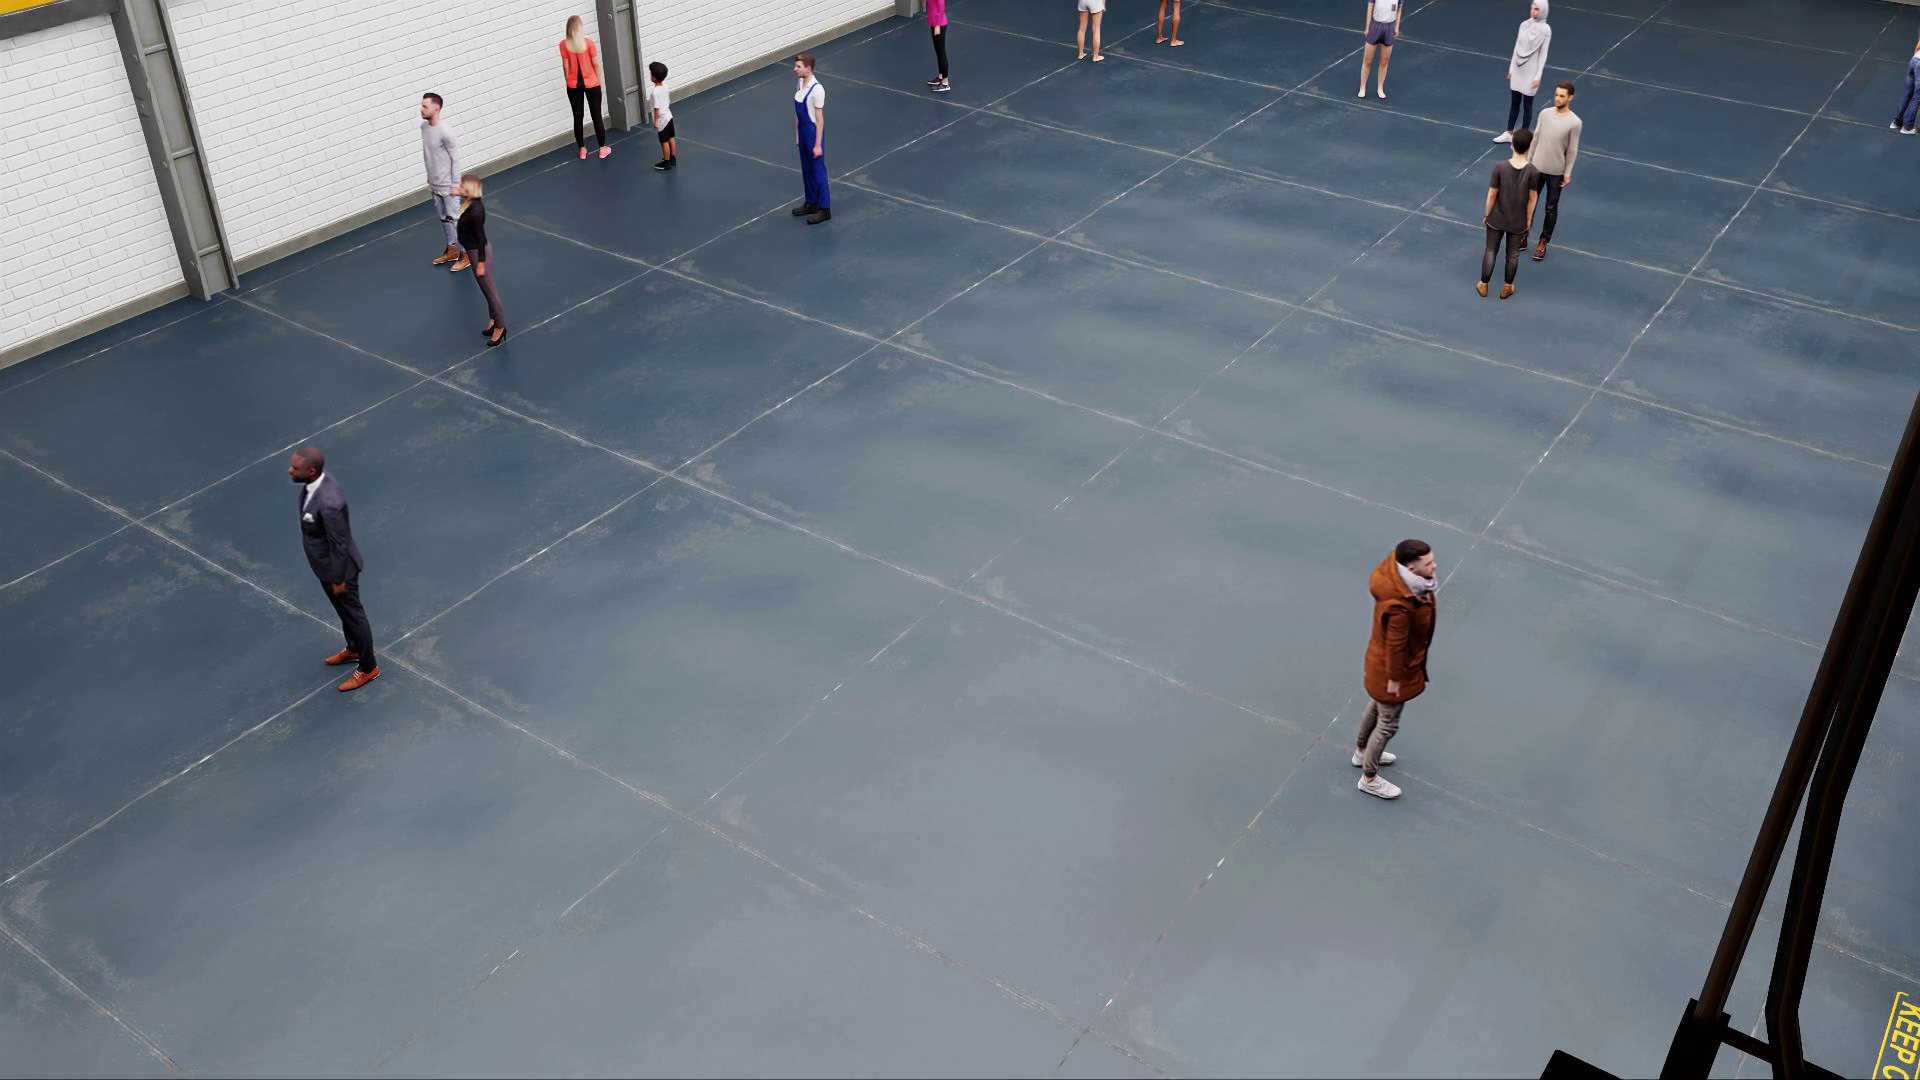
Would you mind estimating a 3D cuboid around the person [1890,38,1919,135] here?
[{"bbox_3d":[11.887,-5.835,20.544,0.694,1.562,0.633,-5,34,-7],"label":"person"}]

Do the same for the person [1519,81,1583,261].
[{"bbox_3d":[6.127,-3.859,17.294,0.677,1.868,0.605,27,42,34],"label":"person"}]

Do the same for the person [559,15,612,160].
[{"bbox_3d":[-4.468,-5.372,19.729,0.680,1.693,0.709,0,34,0],"label":"person"}]

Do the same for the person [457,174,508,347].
[{"bbox_3d":[-4.491,-2.642,15.641,0.702,1.672,0.678,-12,35,-17],"label":"person"}]

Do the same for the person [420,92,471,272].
[{"bbox_3d":[-5.305,-3.695,17.071,0.694,1.841,0.580,24,41,32],"label":"person"}]

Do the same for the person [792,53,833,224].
[{"bbox_3d":[-1.620,-4.395,18.117,0.684,1.850,0.703,-21,39,-28],"label":"person"}]

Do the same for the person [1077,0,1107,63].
[{"bbox_3d":[1.799,-7.412,22.877,0.576,1.605,0.570,17,37,24],"label":"person"}]

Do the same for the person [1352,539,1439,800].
[{"bbox_3d":[2.693,0.769,10.360,0.895,1.837,0.798,4,34,6],"label":"person"}]

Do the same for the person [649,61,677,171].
[{"bbox_3d":[-3.496,-4.994,19.551,0.588,1.261,0.481,12,36,18],"label":"person"}]

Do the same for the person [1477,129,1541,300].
[{"bbox_3d":[5.438,-3.224,16.480,0.674,1.712,0.631,12,35,17],"label":"person"}]

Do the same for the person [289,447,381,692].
[{"bbox_3d":[-4.246,0.159,11.289,0.758,1.824,0.778,-18,38,-25],"label":"person"}]

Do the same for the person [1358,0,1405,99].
[{"bbox_3d":[5.466,-6.589,21.599,0.673,1.650,0.679,3,34,5],"label":"person"}]

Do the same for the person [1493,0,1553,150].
[{"bbox_3d":[6.832,-5.622,20.031,0.666,1.775,0.683,-19,38,-26],"label":"person"}]

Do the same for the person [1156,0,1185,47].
[{"bbox_3d":[2.987,-7.869,23.448,0.650,1.734,0.563,27,42,34],"label":"person"}]

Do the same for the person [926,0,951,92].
[{"bbox_3d":[-0.278,-6.778,21.838,0.747,1.698,0.683,-4,34,-7],"label":"person"}]
